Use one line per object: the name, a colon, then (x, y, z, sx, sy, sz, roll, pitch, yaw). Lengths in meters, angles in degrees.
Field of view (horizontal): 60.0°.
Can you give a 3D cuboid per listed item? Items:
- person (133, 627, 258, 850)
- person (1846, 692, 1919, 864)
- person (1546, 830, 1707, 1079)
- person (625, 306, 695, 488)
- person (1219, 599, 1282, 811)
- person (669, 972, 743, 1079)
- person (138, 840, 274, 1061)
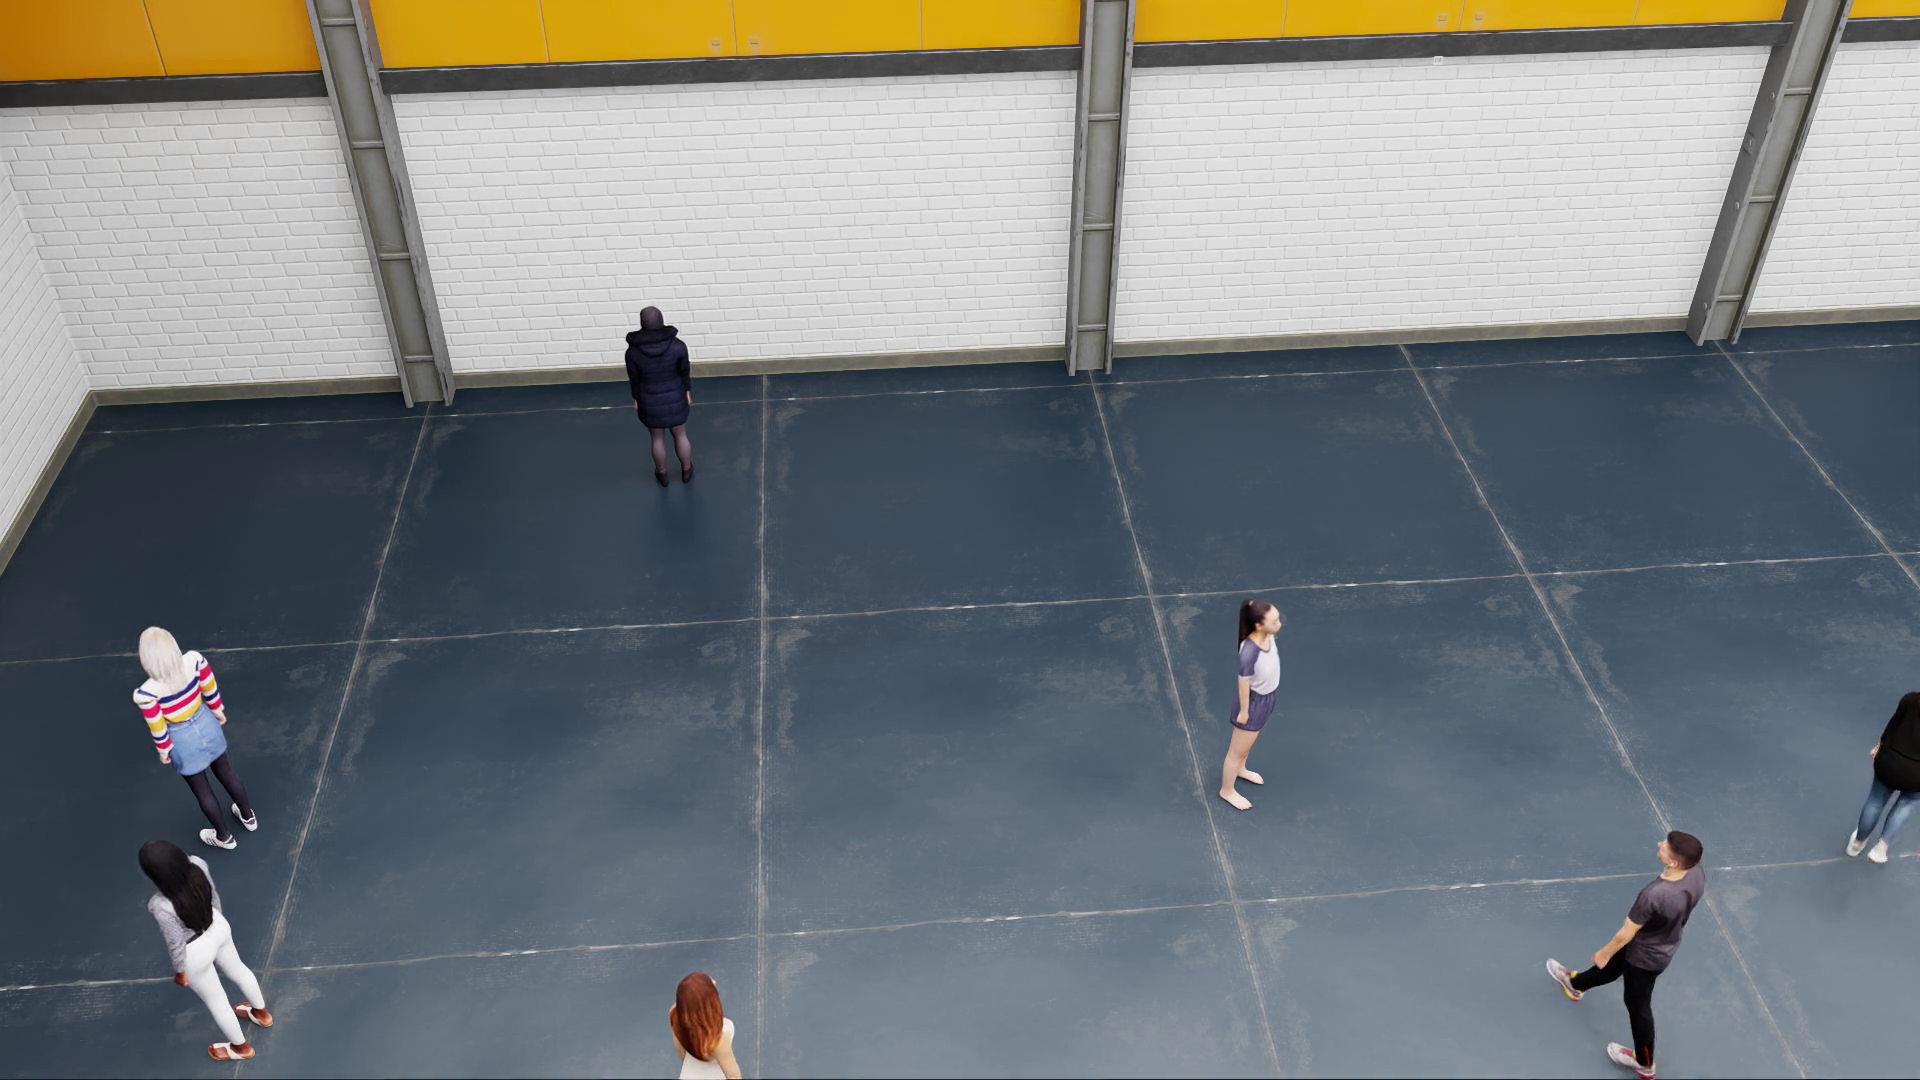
person: (-4.811, 1.234, 10.444, 0.736, 1.809, 0.720, 21, 43, 24)
person: (5.867, 1.434, 10.333, 0.712, 1.634, 0.774, 25, 45, 28)
person: (3.841, 2.302, 9.175, 1.122, 1.723, 1.100, -27, 46, -30)
person: (-2.432, -1.173, 13.565, 0.608, 1.674, 0.752, -8, 39, -10)
person: (1.887, 1.043, 10.812, 0.700, 1.648, 0.680, 18, 42, 21)
person: (-1.289, 2.796, 8.565, 0.636, 1.712, 0.707, 24, 44, 27)
person: (-4.201, 2.255, 9.234, 0.619, 1.723, 0.652, 8, 39, 10)
